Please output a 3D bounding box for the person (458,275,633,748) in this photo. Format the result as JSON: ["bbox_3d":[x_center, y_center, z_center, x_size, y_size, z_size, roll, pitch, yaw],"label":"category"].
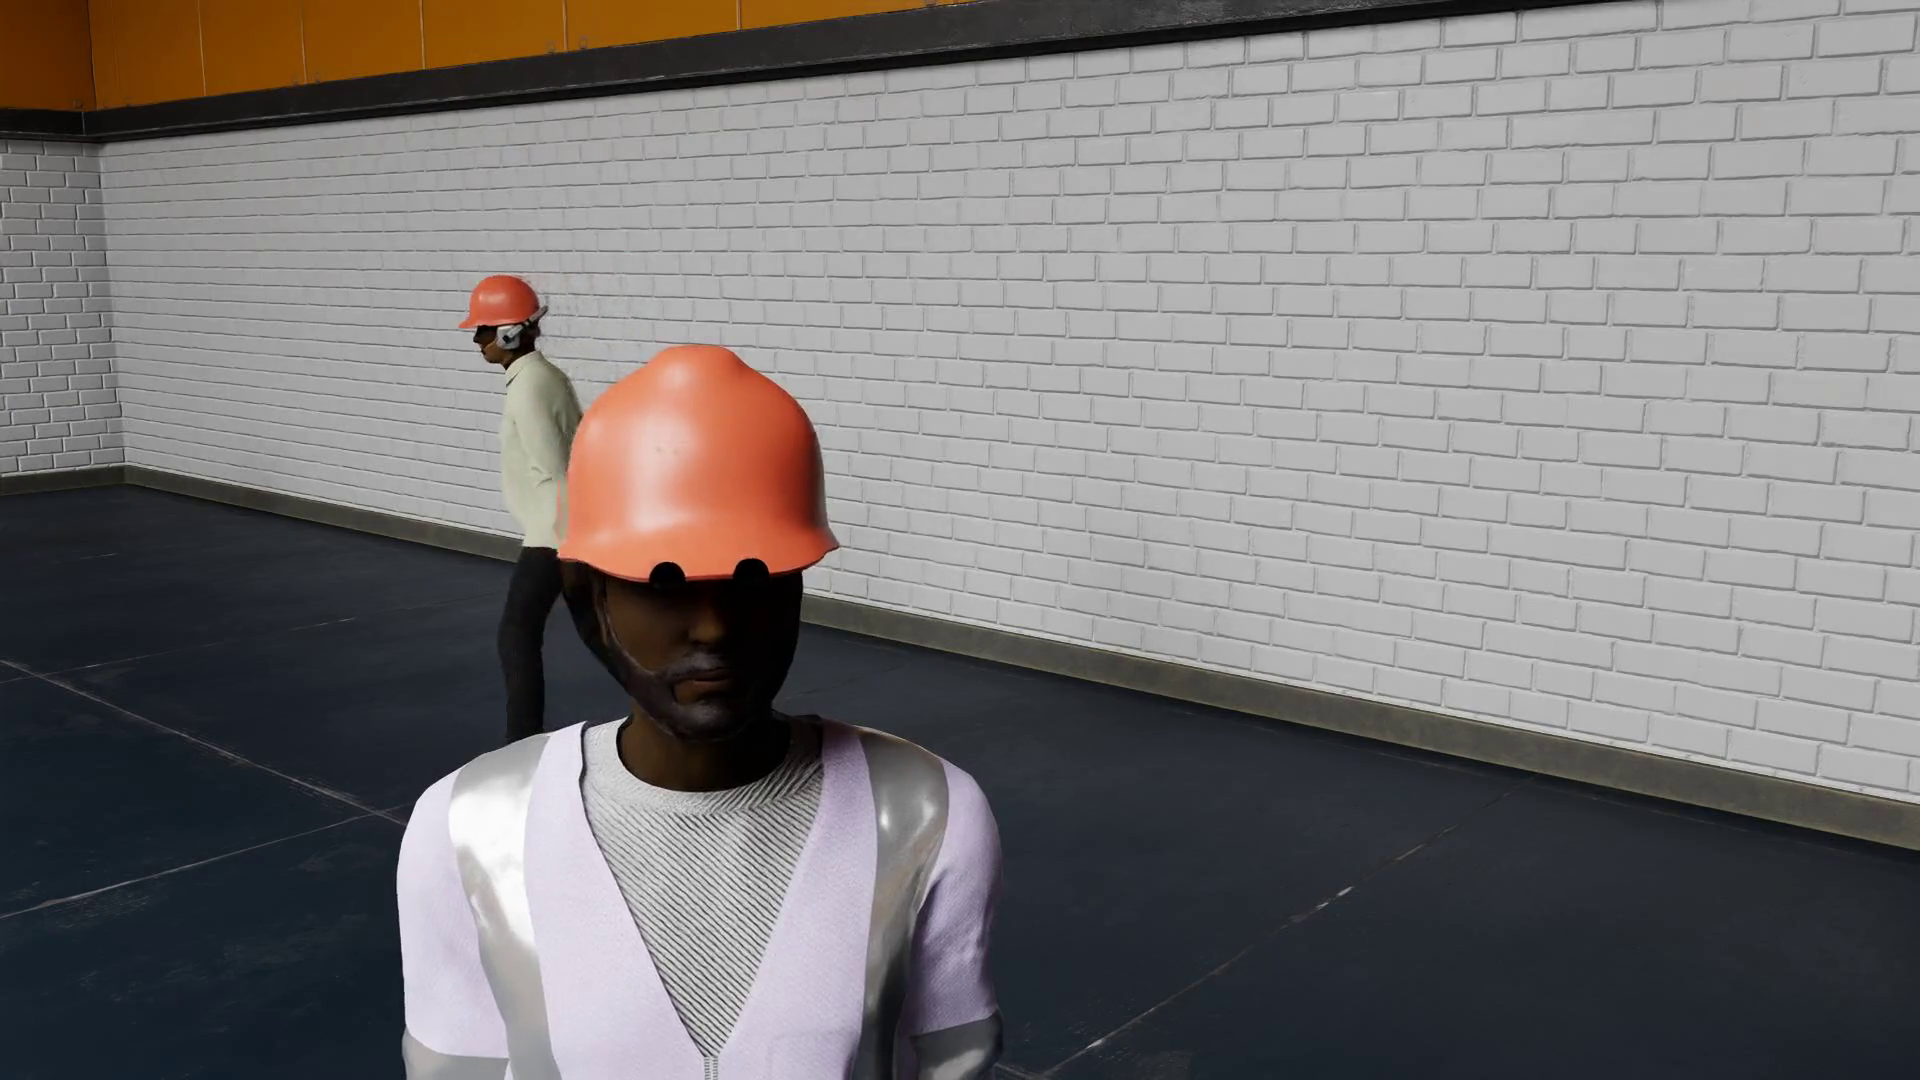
[{"bbox_3d":[-1.429,-0.023,6.260,0.872,1.942,0.640,0,10,-2],"label":"person"}]

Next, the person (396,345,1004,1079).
[{"bbox_3d":[-0.223,0.796,1.532,0.545,1.942,0.353,-2,10,-10],"label":"person"}]
